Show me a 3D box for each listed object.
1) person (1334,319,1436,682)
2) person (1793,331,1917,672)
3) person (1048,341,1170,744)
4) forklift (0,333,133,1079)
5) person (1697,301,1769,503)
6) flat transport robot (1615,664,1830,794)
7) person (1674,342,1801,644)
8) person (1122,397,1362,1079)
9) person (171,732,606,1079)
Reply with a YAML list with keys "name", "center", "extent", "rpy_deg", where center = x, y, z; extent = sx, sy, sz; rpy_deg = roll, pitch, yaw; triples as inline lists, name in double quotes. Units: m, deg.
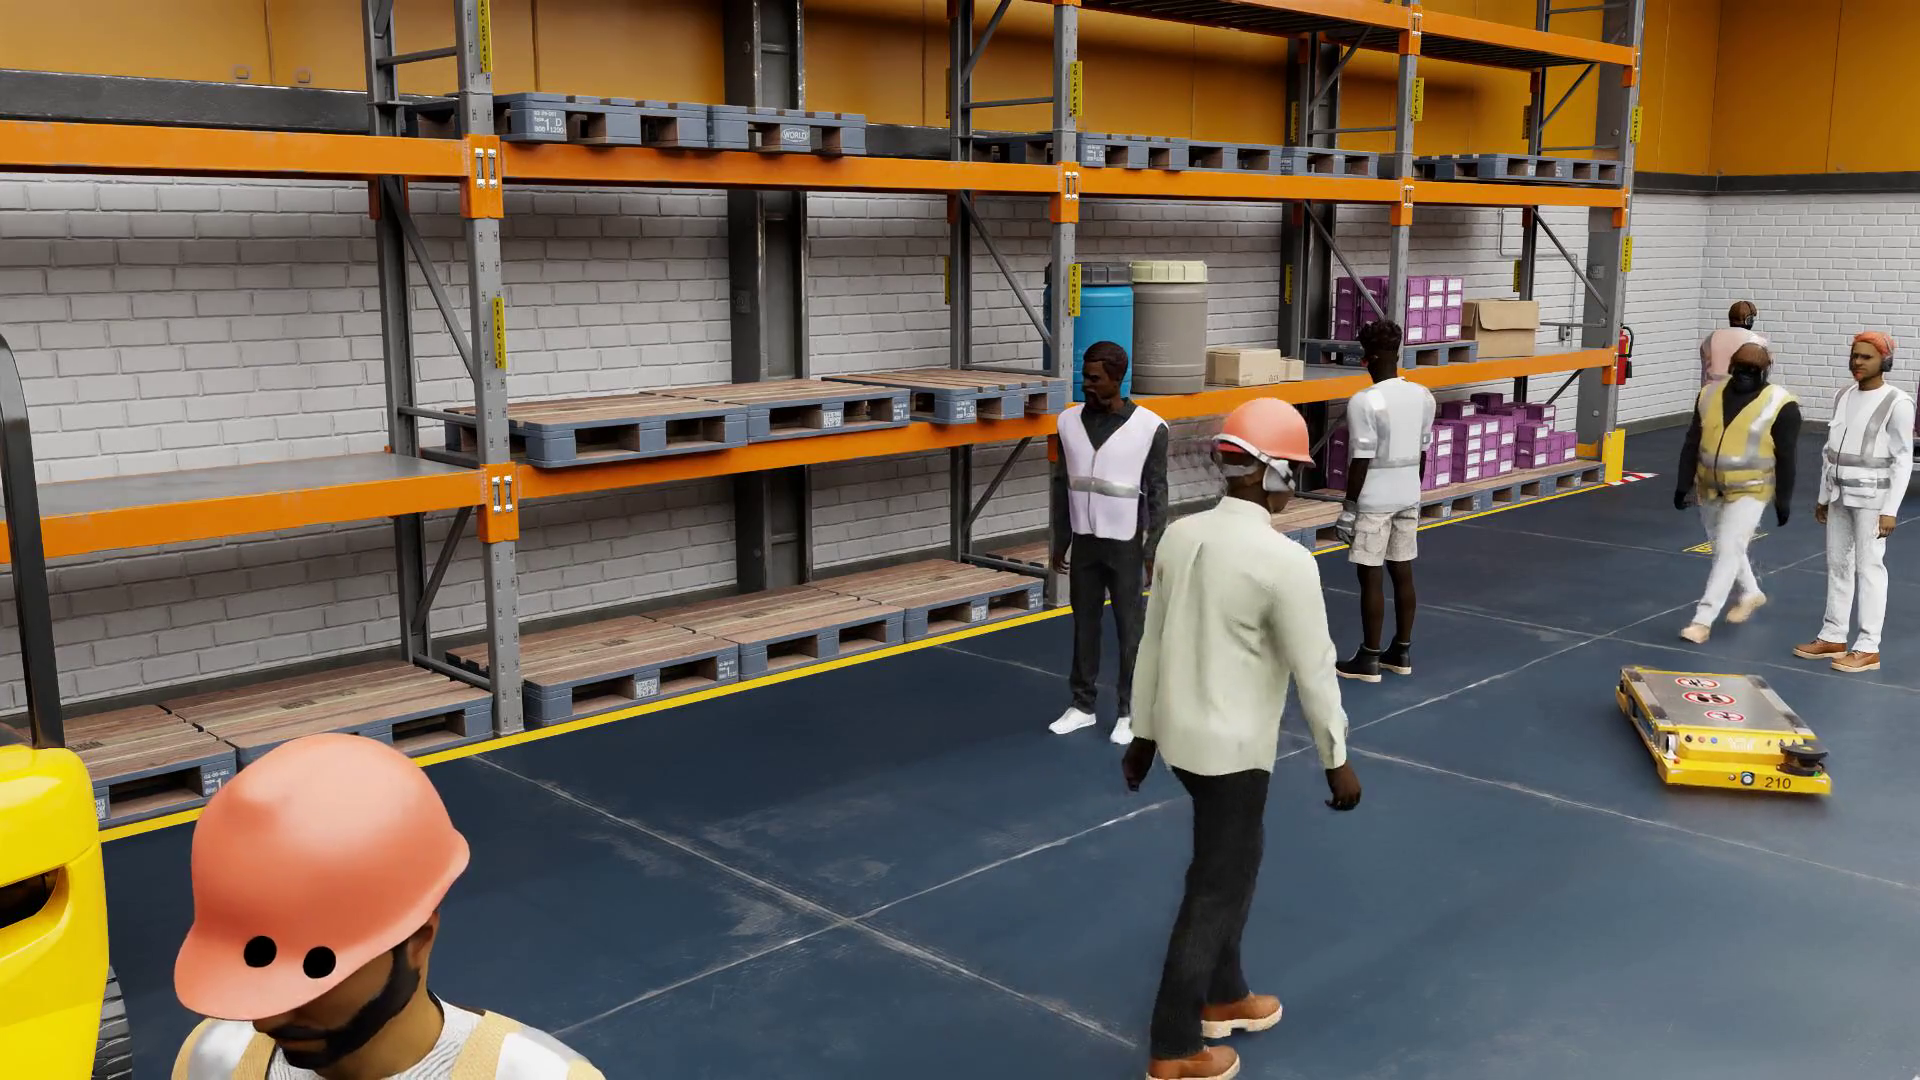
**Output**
- name: "person"
  center: [2.279, -0.210, 9.013]
  extent: [0.603, 1.958, 0.380]
  rpy_deg: [-7, 13, -34]
- name: "person"
  center: [4.985, -0.214, 9.239]
  extent: [0.344, 1.881, 0.585]
  rpy_deg: [-2, 11, -11]
- name: "person"
  center: [0.712, 0.008, 7.941]
  extent: [0.590, 1.916, 0.389]
  rpy_deg: [7, 13, 34]
- name: "forklift"
  center: [-3.289, 0.485, 4.582]
  extent: [1.214, 2.155, 2.313]
  rpy_deg: [-10, 14, -44]
- name: "person"
  center: [6.862, -1.197, 14.757]
  extent: [0.431, 1.836, 0.622]
  rpy_deg: [-7, 13, -35]
- name: "flat transport robot"
  center: [3.534, 0.857, 7.802]
  extent: [0.652, 0.197, 1.431]
  rpy_deg: [2, 11, 13]
- name: "person"
  center: [4.686, -0.299, 9.983]
  extent: [0.945, 1.798, 0.646]
  rpy_deg: [-6, 12, -31]
- name: "person"
  center: [0.809, 0.581, 4.727]
  extent: [0.760, 1.953, 0.616]
  rpy_deg: [-5, 11, -25]
- name: "person"
  center: [-0.613, 1.130, 1.793]
  extent: [0.543, 1.928, 0.373]
  rpy_deg: [2, 11, 13]
